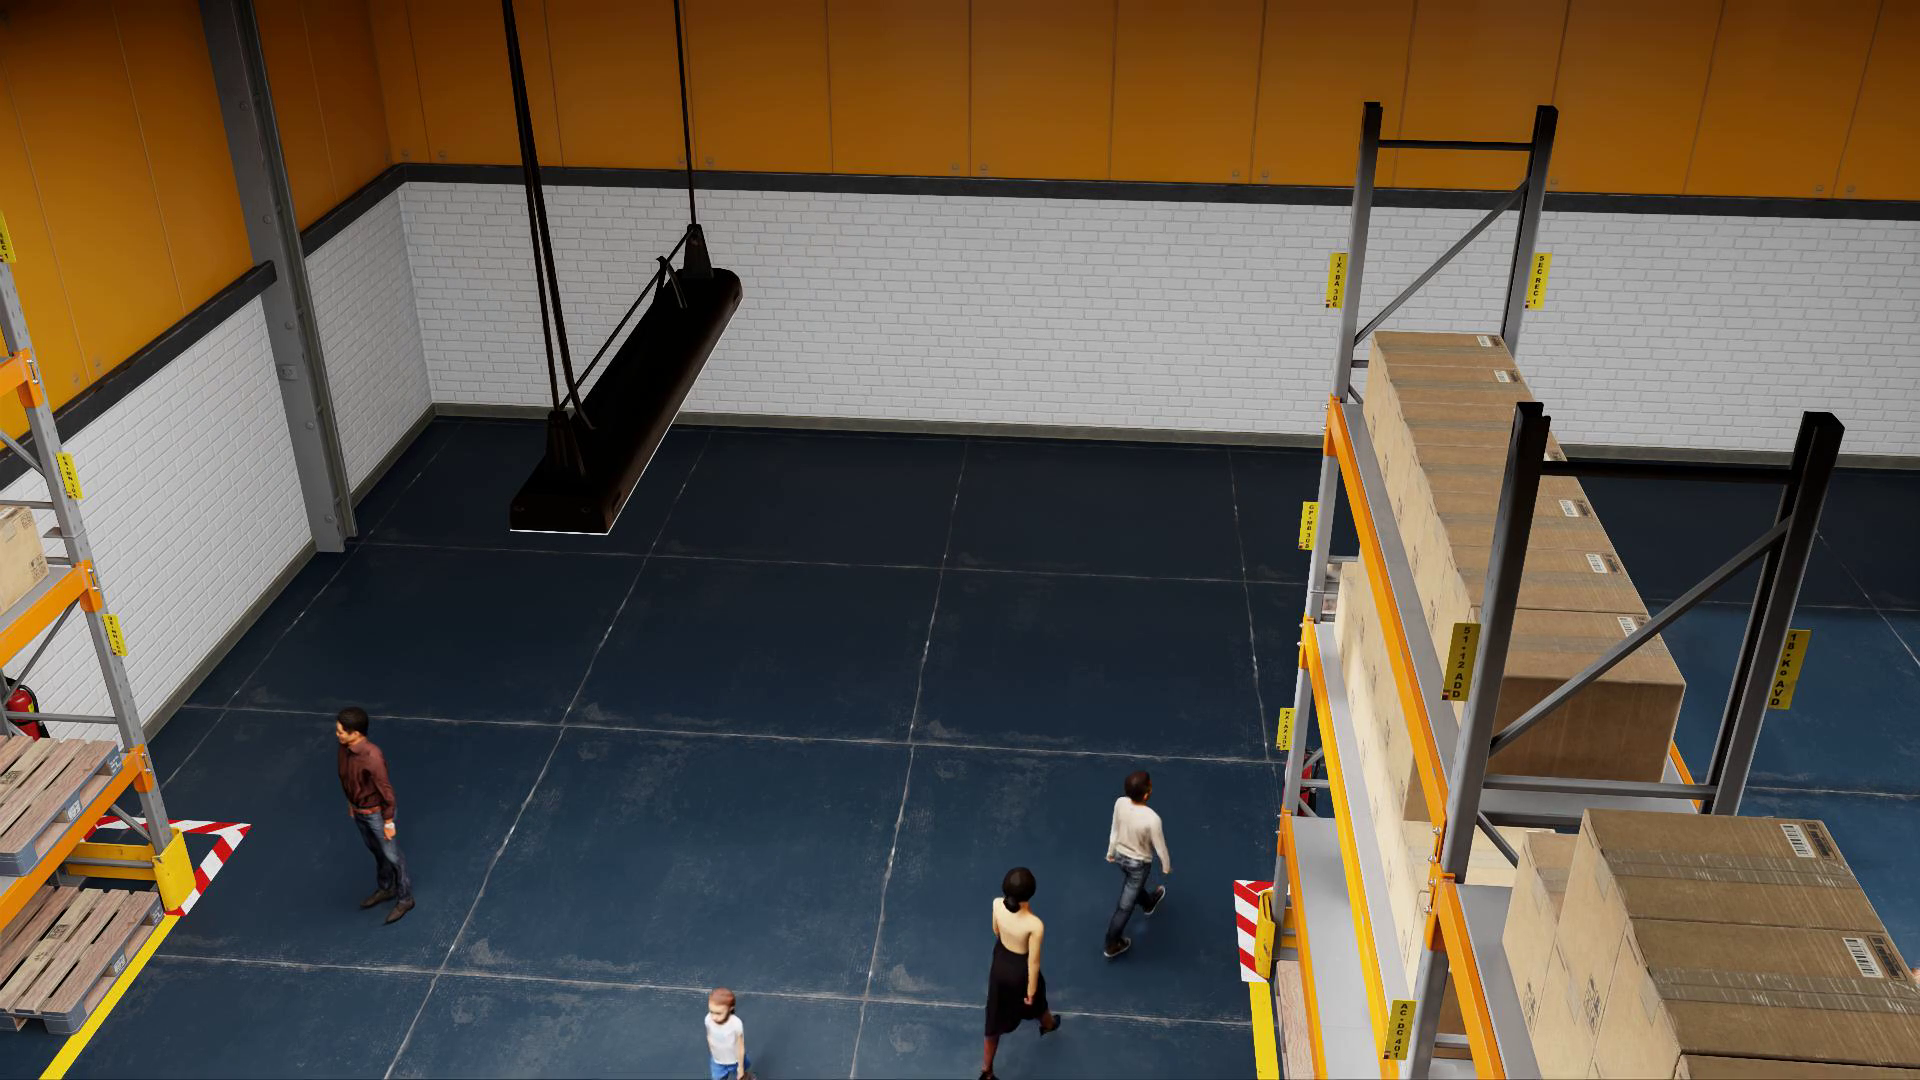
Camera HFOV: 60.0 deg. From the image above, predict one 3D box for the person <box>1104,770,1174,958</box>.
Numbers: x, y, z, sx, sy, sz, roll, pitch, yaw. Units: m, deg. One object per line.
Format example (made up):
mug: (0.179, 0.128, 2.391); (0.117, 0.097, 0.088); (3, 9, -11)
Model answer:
person: (1.155, 2.263, 11.507); (0.945, 1.429, 1.051); (25, 37, 38)

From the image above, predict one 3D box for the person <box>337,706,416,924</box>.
person: (-4.147, 1.911, 11.788); (0.714, 1.778, 0.716); (20, 35, 32)

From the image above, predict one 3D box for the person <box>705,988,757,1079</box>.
person: (-1.408, 3.161, 10.306); (0.490, 1.004, 0.754); (7, 29, 13)

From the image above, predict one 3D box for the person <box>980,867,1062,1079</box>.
person: (0.284, 2.774, 10.381); (0.905, 1.611, 1.106); (19, 34, 30)
